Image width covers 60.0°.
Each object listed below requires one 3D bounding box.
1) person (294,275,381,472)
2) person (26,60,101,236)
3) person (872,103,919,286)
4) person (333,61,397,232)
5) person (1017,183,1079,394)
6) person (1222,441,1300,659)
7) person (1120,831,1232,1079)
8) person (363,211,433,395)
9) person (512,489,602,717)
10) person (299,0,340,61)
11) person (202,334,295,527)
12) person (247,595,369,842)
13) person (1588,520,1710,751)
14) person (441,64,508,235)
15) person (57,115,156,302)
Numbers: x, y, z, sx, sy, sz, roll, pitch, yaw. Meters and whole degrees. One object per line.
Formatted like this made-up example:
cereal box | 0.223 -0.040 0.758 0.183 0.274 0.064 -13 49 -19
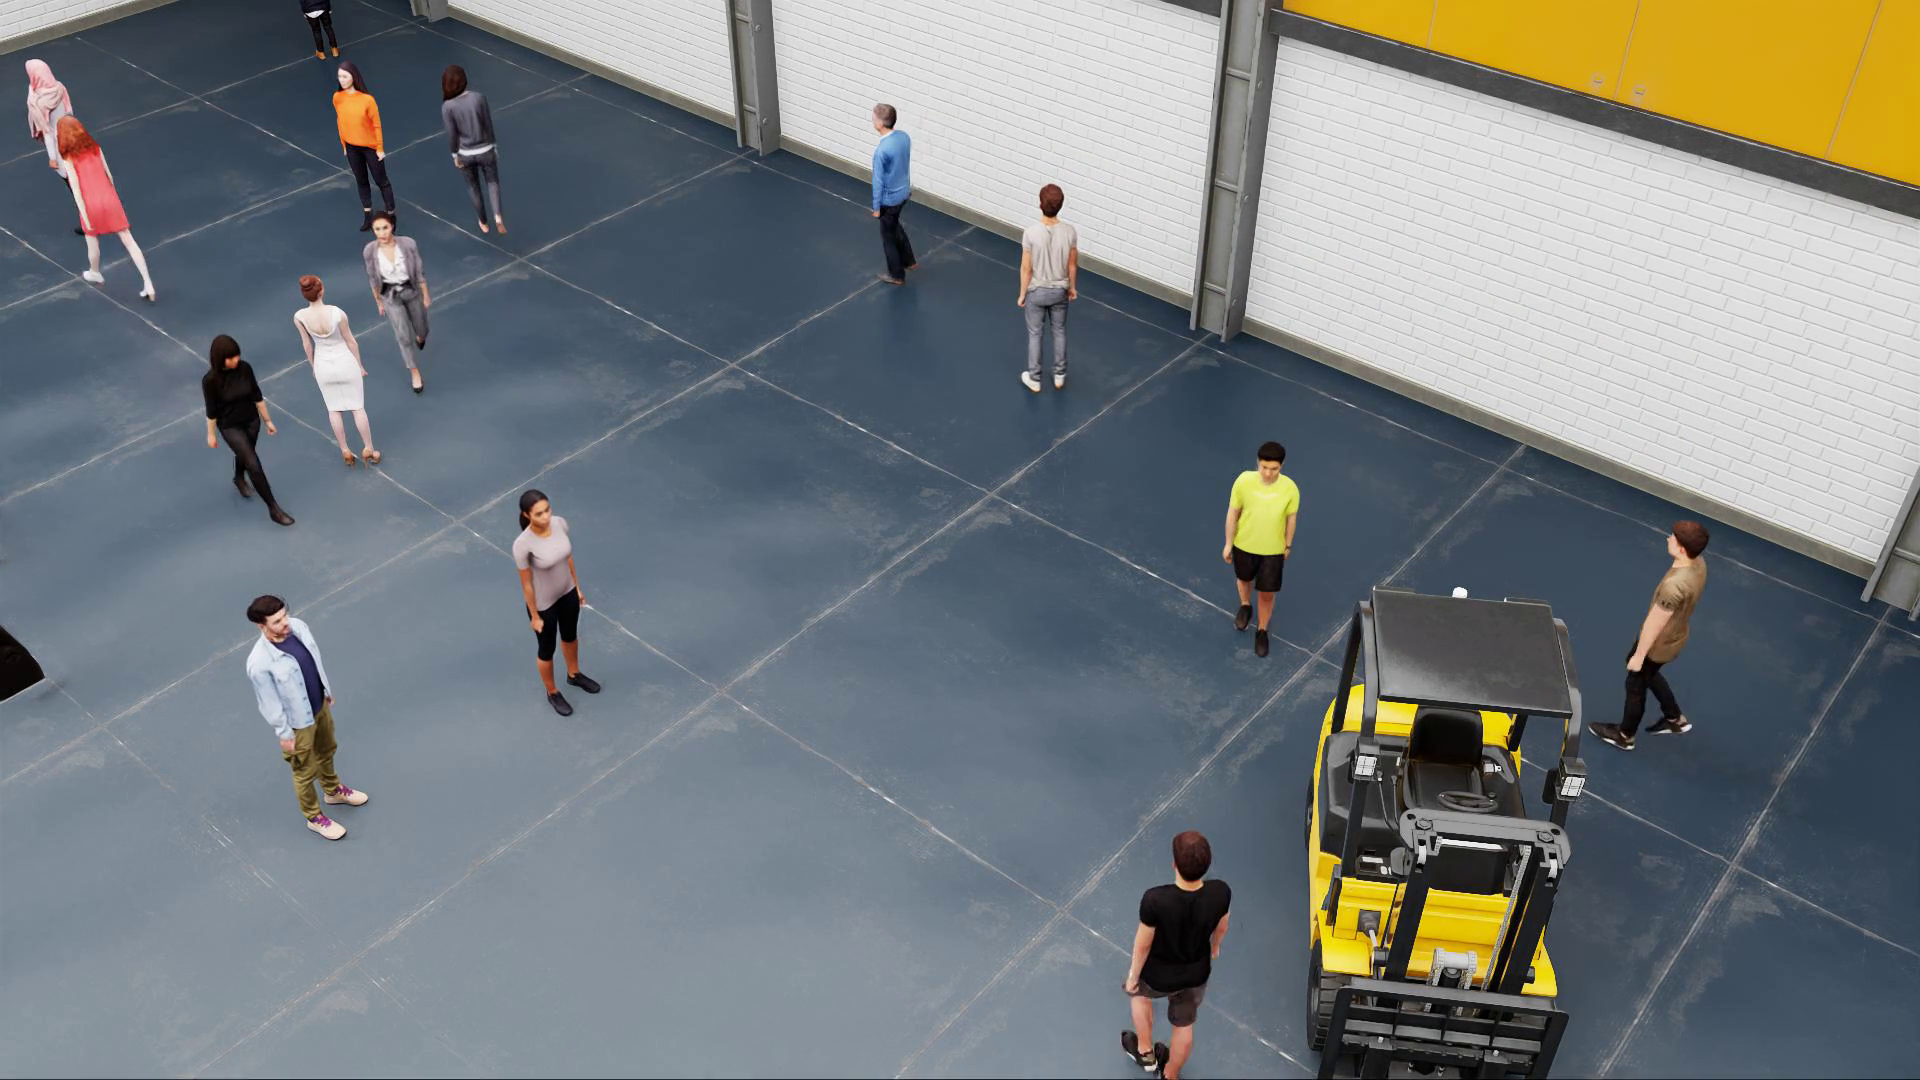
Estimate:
person | -4.954 -1.332 13.202 0.619 1.793 0.680 -3 39 -4
person | -8.798 -3.861 16.361 0.719 1.803 0.712 10 40 12
person | -0.560 -3.208 15.543 0.720 1.803 0.738 19 42 22
person | -5.890 -3.884 16.436 0.644 1.745 0.762 8 39 10
person | 0.741 -2.124 14.112 0.742 1.896 0.762 -8 39 -10
person | 2.112 -0.045 11.674 0.815 1.688 0.826 14 41 17
person | 1.133 2.283 8.630 0.842 1.849 0.884 -7 39 -9
person | -4.785 -2.095 14.266 0.902 1.658 1.033 -11 40 -13
person | -2.724 0.386 11.087 0.559 1.748 0.618 24 44 27
person | -7.753 -6.417 20.023 0.573 1.226 0.589 -18 42 -21
person | -5.601 -0.912 12.833 1.077 1.598 0.657 26 46 29
person | -4.047 1.055 10.198 0.722 1.812 0.753 10 40 12
person | 4.571 0.678 10.648 0.851 1.839 0.715 23 44 26
person | -4.725 -3.771 16.284 0.828 1.758 0.955 -15 41 -18
person | -7.818 -2.993 15.290 1.132 1.783 0.754 19 42 23
